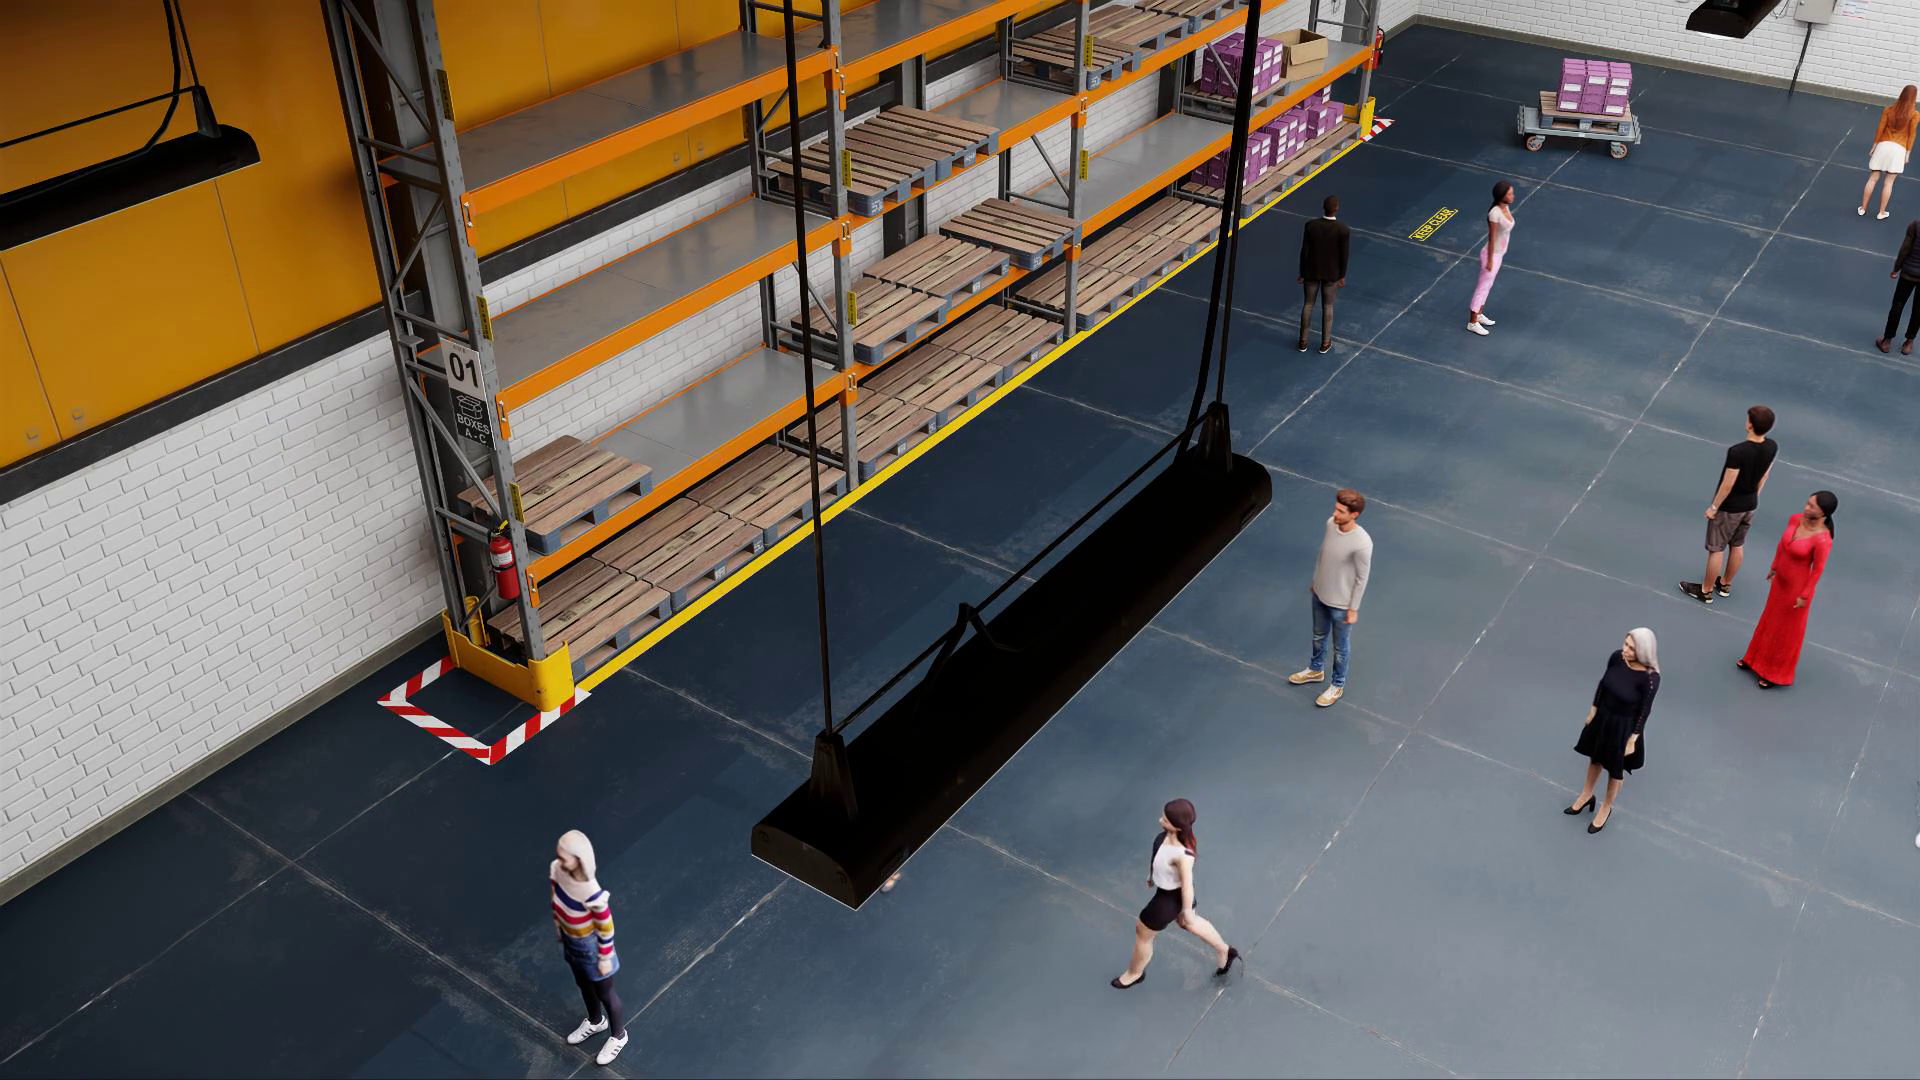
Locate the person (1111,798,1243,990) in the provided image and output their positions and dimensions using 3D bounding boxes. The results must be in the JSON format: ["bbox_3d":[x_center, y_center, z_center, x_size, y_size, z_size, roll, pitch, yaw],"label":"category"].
[{"bbox_3d":[1.428,2.251,10.520,1.043,1.613,1.062,-1,34,-2],"label":"person"}]

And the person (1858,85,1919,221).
[{"bbox_3d":[11.912,-4.972,21.288,0.629,1.723,0.578,24,41,32],"label":"person"}]

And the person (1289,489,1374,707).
[{"bbox_3d":[2.945,0.426,13.004,0.728,1.904,0.752,-18,37,-24],"label":"person"}]

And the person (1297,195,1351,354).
[{"bbox_3d":[3.939,-2.895,18.093,0.731,1.800,0.671,9,35,13],"label":"person"}]

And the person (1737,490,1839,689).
[{"bbox_3d":[6.608,0.378,13.183,0.777,1.784,0.726,-8,34,-11],"label":"person"}]

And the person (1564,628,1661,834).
[{"bbox_3d":[4.634,1.338,11.774,0.713,1.746,0.697,-16,37,-23],"label":"person"}]

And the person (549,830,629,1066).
[{"bbox_3d":[-2.245,2.437,10.064,0.671,1.808,0.553,25,41,33],"label":"person"}]

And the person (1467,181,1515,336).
[{"bbox_3d":[5.934,-3.168,18.559,0.647,1.740,0.464,18,38,25],"label":"person"}]

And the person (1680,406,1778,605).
[{"bbox_3d":[6.593,-0.306,14.144,0.709,1.861,0.833,-14,36,-19],"label":"person"}]

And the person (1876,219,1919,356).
[{"bbox_3d":[10.424,-2.901,18.070,0.765,1.836,0.686,9,35,14],"label":"person"}]
